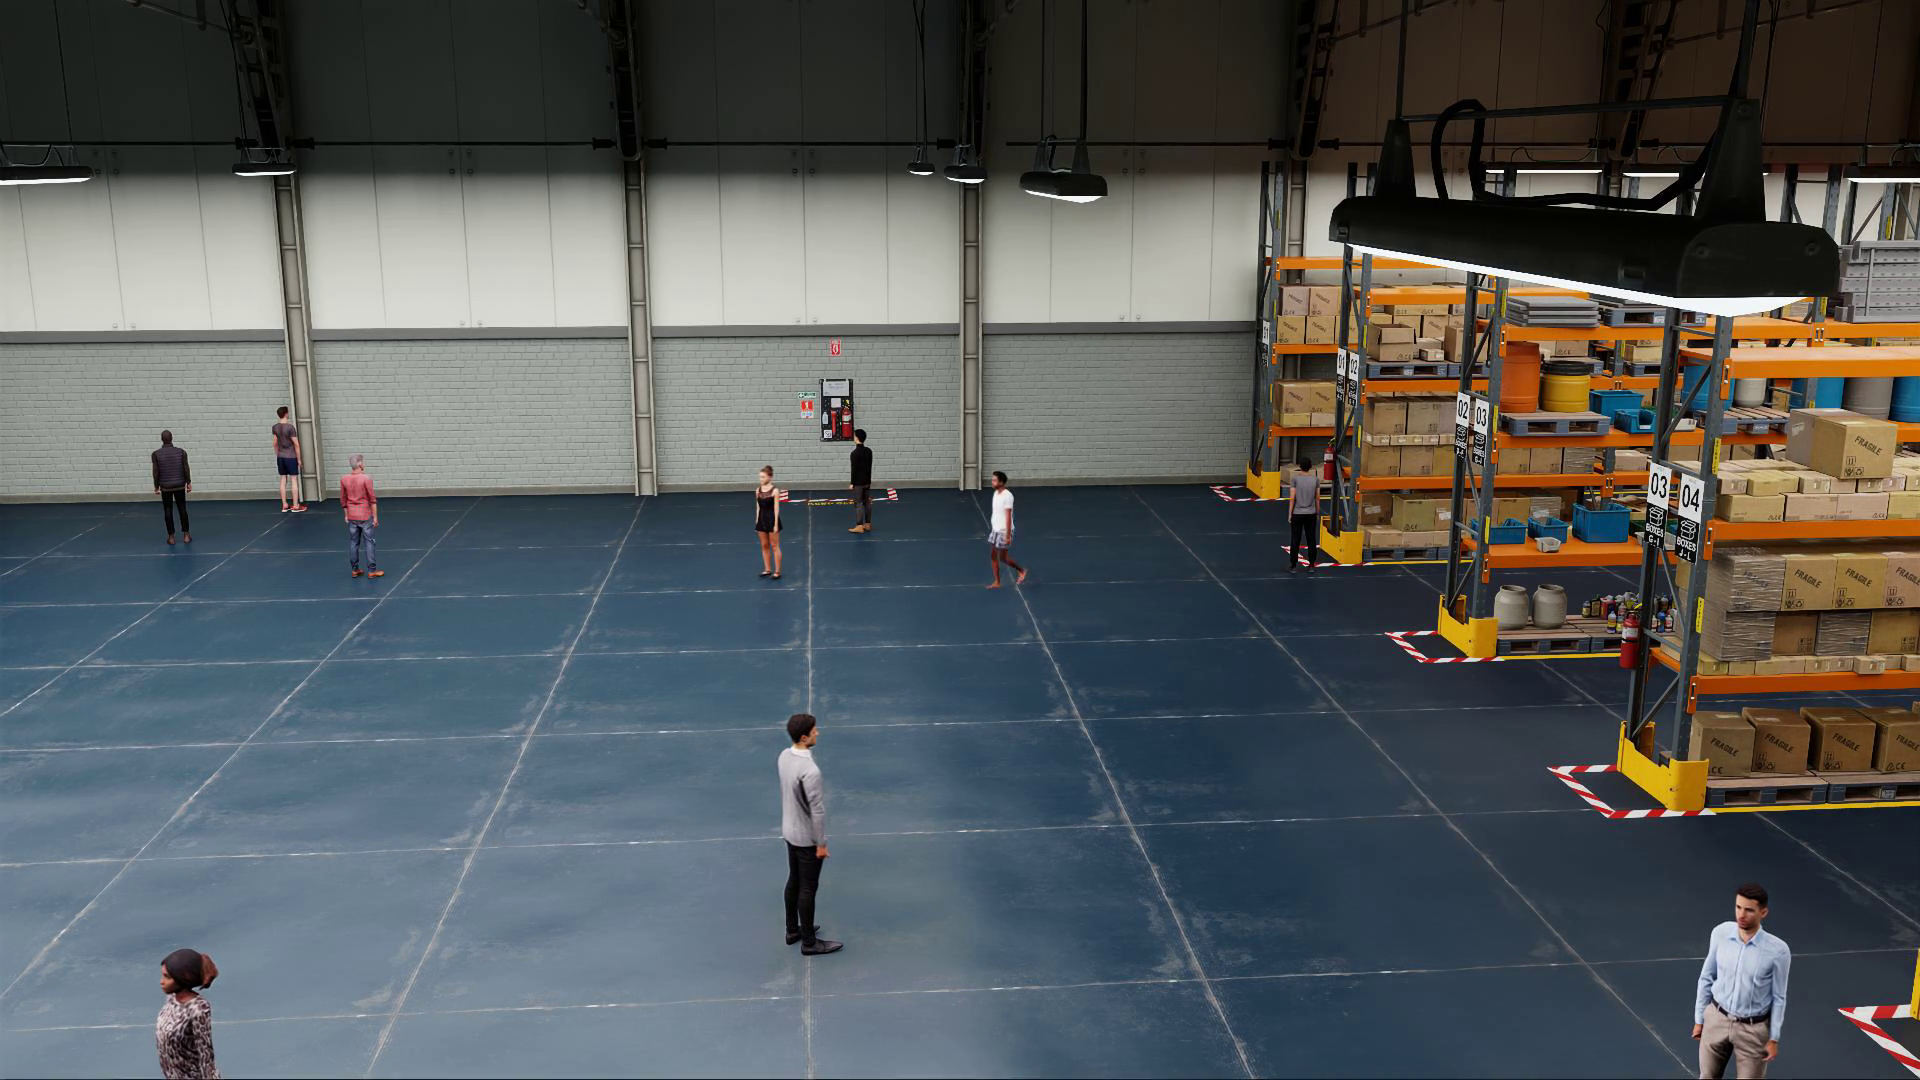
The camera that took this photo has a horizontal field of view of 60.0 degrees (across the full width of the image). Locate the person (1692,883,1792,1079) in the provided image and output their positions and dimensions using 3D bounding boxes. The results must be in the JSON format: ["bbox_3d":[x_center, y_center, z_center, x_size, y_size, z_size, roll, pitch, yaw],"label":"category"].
[{"bbox_3d":[4.757,2.964,10.165,0.751,1.846,0.807,11,17,40],"label":"person"}]

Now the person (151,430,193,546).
[{"bbox_3d":[-12.650,-0.858,26.696,0.664,1.835,0.834,-7,15,-28],"label":"person"}]

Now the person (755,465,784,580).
[{"bbox_3d":[-2.810,-0.269,24.491,0.676,1.681,0.752,8,15,32],"label":"person"}]

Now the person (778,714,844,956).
[{"bbox_3d":[-1.230,2.272,12.984,0.799,1.921,0.833,-8,15,-31],"label":"person"}]

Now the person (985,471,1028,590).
[{"bbox_3d":[0.675,-0.130,23.828,0.958,1.709,0.831,-7,15,-26],"label":"person"}]

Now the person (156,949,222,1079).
[{"bbox_3d":[-4.420,3.163,9.597,0.679,1.714,0.738,11,17,39],"label":"person"}]

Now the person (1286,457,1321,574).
[{"bbox_3d":[5.137,-0.386,24.832,0.480,1.755,0.666,-1,13,-3],"label":"person"}]

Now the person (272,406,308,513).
[{"bbox_3d":[-11.755,-1.415,29.062,0.601,1.853,0.778,3,13,14],"label":"person"}]

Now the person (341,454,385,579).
[{"bbox_3d":[-8.855,-0.360,24.557,0.603,1.829,0.811,3,13,12],"label":"person"}]

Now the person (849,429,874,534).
[{"bbox_3d":[-1.638,-0.987,27.499,0.766,1.723,0.718,10,16,36],"label":"person"}]
